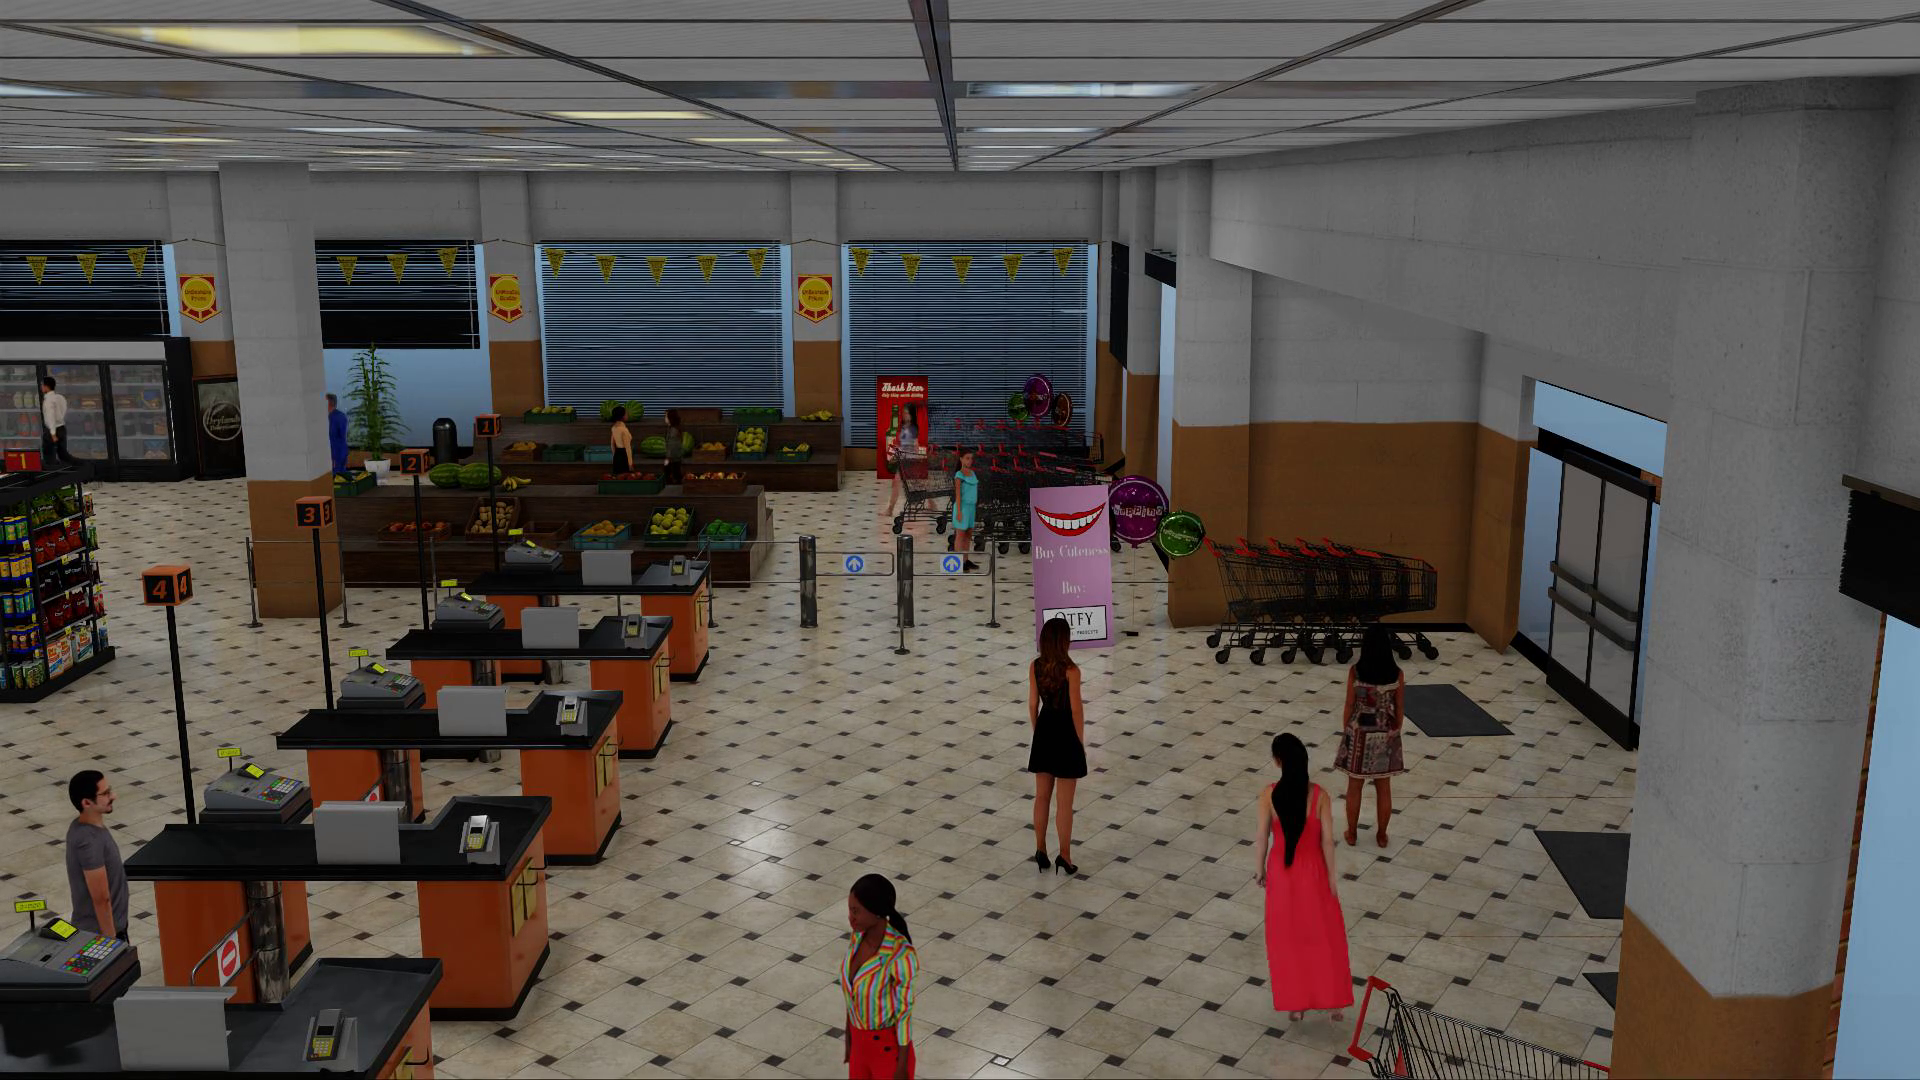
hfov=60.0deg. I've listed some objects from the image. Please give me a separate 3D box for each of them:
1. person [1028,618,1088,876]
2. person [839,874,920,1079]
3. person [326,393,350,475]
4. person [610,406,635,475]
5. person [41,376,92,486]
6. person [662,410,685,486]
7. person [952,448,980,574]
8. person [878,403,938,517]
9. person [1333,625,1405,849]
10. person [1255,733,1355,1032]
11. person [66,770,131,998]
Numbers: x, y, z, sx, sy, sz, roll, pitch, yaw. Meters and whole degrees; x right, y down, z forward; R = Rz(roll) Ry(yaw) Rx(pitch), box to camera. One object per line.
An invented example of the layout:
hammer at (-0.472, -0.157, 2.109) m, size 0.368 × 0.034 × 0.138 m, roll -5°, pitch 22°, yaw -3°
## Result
person at (0.663, 1.430, 11.527) m, size 0.631 × 1.835 × 0.727 m, roll 8°, pitch 14°, yaw 33°
person at (-0.342, 2.323, 7.393) m, size 0.720 × 1.791 × 0.669 m, roll -11°, pitch 16°, yaw -42°
person at (-8.972, -1.221, 24.174) m, size 0.914 × 1.813 × 0.729 m, roll 0°, pitch 12°, yaw 1°
person at (-4.881, -1.112, 24.040) m, size 0.724 × 1.653 × 0.669 m, roll -11°, pitch 16°, yaw -42°
person at (-14.303, -1.696, 26.499) m, size 1.042 × 1.784 × 0.670 m, roll -1°, pitch 12°, yaw -4°
person at (-4.231, -1.222, 25.031) m, size 0.666 × 1.462 × 0.646 m, roll -2°, pitch 12°, yaw -11°
person at (0.061, -0.390, 20.845) m, size 0.678 × 1.558 × 0.640 m, roll 8°, pitch 14°, yaw 33°
person at (-0.670, -1.146, 24.213) m, size 1.233 × 1.649 × 0.906 m, roll -4°, pitch 13°, yaw -20°
person at (2.984, 1.416, 12.057) m, size 0.468 × 1.644 × 0.716 m, roll 1°, pitch 12°, yaw 3°
person at (1.922, 1.960, 9.379) m, size 0.710 × 1.684 × 0.882 m, roll 7°, pitch 14°, yaw 29°
person at (-4.532, 2.053, 8.767) m, size 0.720 × 1.754 × 0.701 m, roll -8°, pitch 14°, yaw -34°
